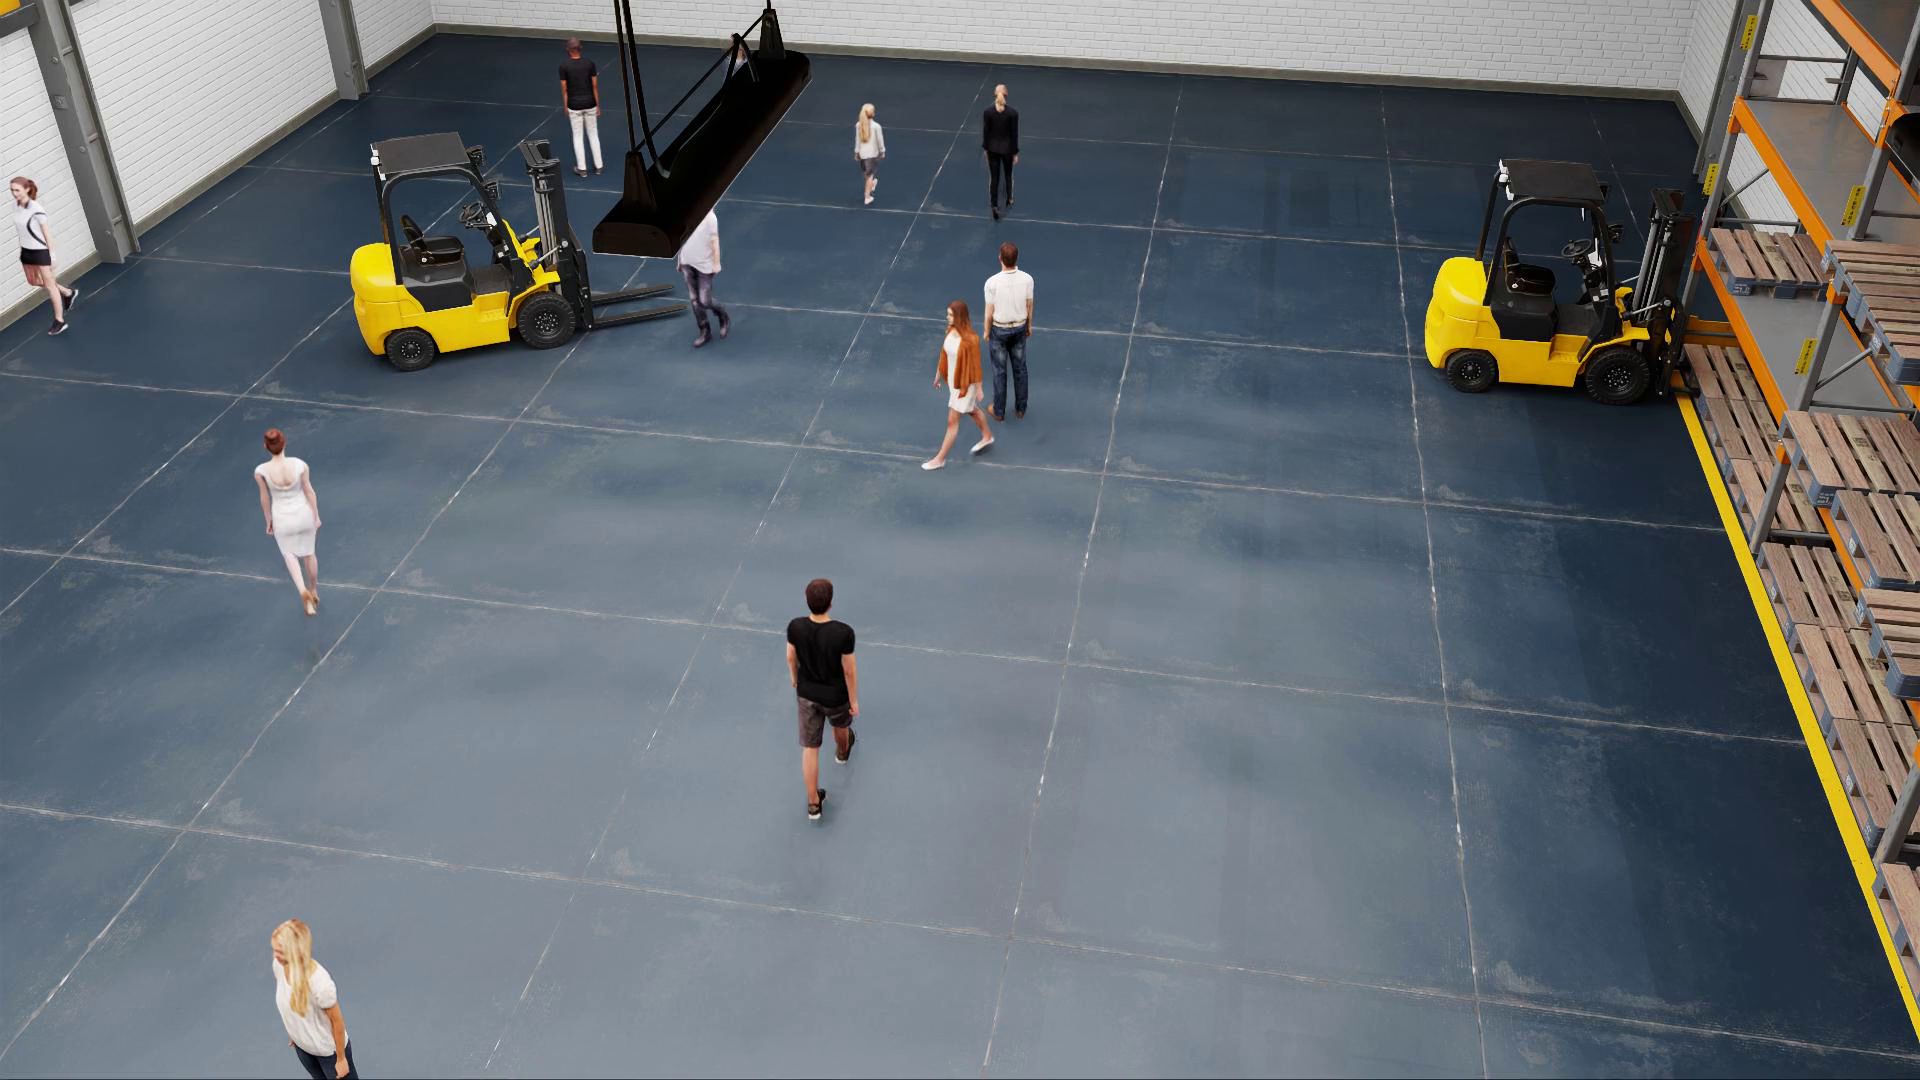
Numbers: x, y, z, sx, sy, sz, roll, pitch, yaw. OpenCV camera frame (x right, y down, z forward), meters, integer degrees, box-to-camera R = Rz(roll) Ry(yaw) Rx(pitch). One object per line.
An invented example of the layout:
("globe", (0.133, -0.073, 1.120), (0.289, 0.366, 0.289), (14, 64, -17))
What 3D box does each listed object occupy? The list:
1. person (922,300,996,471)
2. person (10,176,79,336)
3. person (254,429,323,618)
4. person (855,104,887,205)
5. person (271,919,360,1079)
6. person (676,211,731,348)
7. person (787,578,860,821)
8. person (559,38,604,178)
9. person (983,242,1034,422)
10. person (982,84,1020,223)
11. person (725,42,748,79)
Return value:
("person", (0.087, -1.496, 15.717), (1.167, 1.674, 1.117), (-20, 39, -28))
("person", (-10.015, -3.155, 18.153), (0.698, 1.740, 0.906), (11, 35, 16))
("person", (-5.413, -0.088, 13.504), (0.798, 1.778, 0.908), (-11, 35, -16))
("person", (-1.189, -4.911, 21.244), (0.609, 1.243, 0.880), (11, 35, 16))
("person", (-3.517, 2.766, 9.183), (0.654, 1.809, 0.625), (19, 38, 26))
("person", (-2.748, -2.986, 17.830), (0.777, 1.818, 0.846), (16, 37, 22))
("person", (-0.993, 1.131, 11.637), (0.695, 1.815, 1.166), (5, 34, 8))
("person", (-4.985, -5.704, 21.937), (0.737, 1.796, 0.772), (-15, 37, -22))
("person", (0.476, -2.055, 16.394), (0.748, 1.855, 0.735), (-10, 35, -15))
("person", (0.482, -4.765, 20.624), (0.658, 1.687, 0.868), (7, 34, 10))
("person", (-3.048, -6.233, 23.040), (0.605, 1.457, 0.548), (12, 35, 17))
